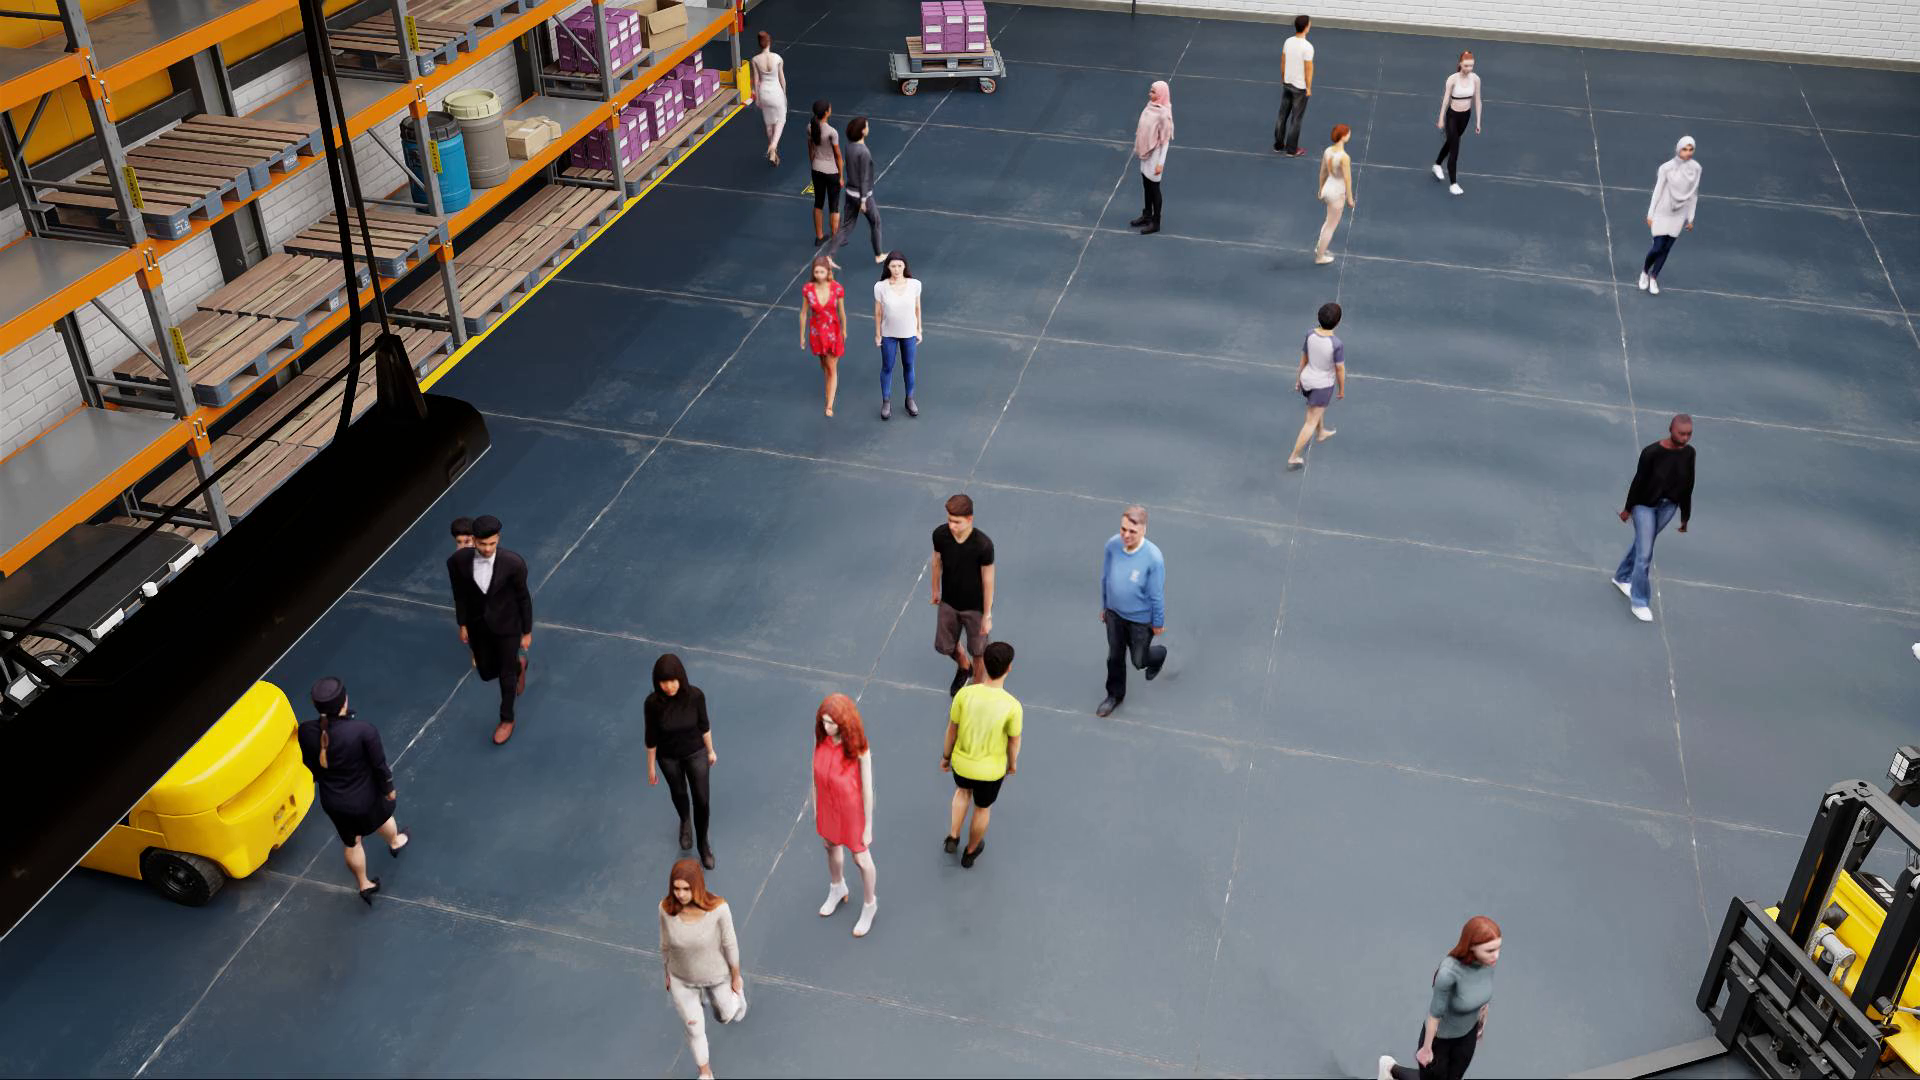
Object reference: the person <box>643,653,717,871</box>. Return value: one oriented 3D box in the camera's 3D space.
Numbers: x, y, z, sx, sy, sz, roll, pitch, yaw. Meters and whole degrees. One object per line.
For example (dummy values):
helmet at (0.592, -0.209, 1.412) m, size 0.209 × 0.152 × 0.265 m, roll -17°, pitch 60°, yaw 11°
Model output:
person at (-1.823, 1.349, 10.873) m, size 0.758 × 1.623 × 0.836 m, roll -6°, pitch 34°, yaw -9°

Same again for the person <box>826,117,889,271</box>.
person at (-1.203, -3.808, 18.535) m, size 1.200 × 1.728 × 1.030 m, roll -26°, pitch 41°, yaw -33°

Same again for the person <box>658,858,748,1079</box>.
person at (-1.425, 2.356, 9.293) m, size 0.709 × 1.693 × 1.047 m, roll 3°, pitch 34°, yaw 5°

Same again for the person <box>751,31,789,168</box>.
person at (-2.418, -5.553, 21.113) m, size 0.639 × 1.782 × 0.818 m, roll 4°, pitch 34°, yaw 6°

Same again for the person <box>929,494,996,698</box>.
person at (0.098, 0.403, 12.095) m, size 0.775 × 1.846 × 0.732 m, roll 14°, pitch 36°, yaw 20°

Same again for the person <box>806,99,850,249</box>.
person at (-1.549, -4.215, 19.131) m, size 0.665 × 1.748 × 0.639 m, roll 19°, pitch 38°, yaw 27°

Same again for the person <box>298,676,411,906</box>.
person at (-3.832, 1.631, 10.418) m, size 0.849 × 1.656 × 0.973 m, roll 0°, pitch 34°, yaw 0°

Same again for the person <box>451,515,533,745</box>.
person at (-3.273, 0.552, 11.858) m, size 0.806 × 1.859 × 0.953 m, roll 5°, pitch 34°, yaw 7°

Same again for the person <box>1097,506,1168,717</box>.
person at (1.288, 0.465, 12.050) m, size 0.882 × 1.792 × 1.040 m, roll 26°, pitch 42°, yaw 33°

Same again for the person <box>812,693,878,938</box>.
person at (-0.702, 1.659, 10.224) m, size 0.674 × 1.825 × 0.628 m, roll 21°, pitch 39°, yaw 28°

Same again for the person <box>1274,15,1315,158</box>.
person at (4.355, -5.917, 21.643) m, size 0.744 × 1.802 × 0.718 m, roll -23°, pitch 40°, yaw -30°

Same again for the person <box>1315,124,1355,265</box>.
person at (4.141, -3.862, 18.705) m, size 0.728 × 1.631 × 0.652 m, roll -12°, pitch 36°, yaw -18°

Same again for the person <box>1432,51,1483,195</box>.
person at (6.152, -5.231, 20.707) m, size 0.958 × 1.694 × 1.247 m, roll -7°, pitch 34°, yaw -10°

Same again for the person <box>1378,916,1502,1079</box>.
person at (2.553, 2.602, 8.888) m, size 0.895 × 1.732 × 0.965 m, roll -16°, pitch 37°, yaw -23°

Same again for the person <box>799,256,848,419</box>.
person at (-1.283, -2.012, 15.993) m, size 0.715 × 1.553 × 1.081 m, roll 2°, pitch 34°, yaw 3°

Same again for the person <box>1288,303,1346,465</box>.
person at (3.212, -1.388, 15.084) m, size 1.110 × 1.520 × 0.948 m, roll -26°, pitch 41°, yaw -33°

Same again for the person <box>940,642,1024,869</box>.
person at (0.109, 1.460, 10.659) m, size 0.693 × 1.674 × 0.683 m, roll 6°, pitch 34°, yaw 9°

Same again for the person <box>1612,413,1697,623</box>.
person at (5.487, -0.294, 13.252) m, size 0.845 × 1.725 × 1.031 m, roll -5°, pitch 34°, yaw -7°

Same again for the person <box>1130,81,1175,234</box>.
person at (2.270, -4.495, 19.502) m, size 0.800 × 1.803 × 0.714 m, roll -11°, pitch 35°, yaw -17°

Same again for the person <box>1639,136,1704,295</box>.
person at (7.722, -3.567, 18.139) m, size 0.664 × 1.767 × 0.641 m, roll 1°, pitch 34°, yaw 1°

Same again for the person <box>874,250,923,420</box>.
person at (-0.582, -1.947, 15.776) m, size 0.680 × 1.684 × 0.673 m, roll -7°, pitch 34°, yaw -10°
